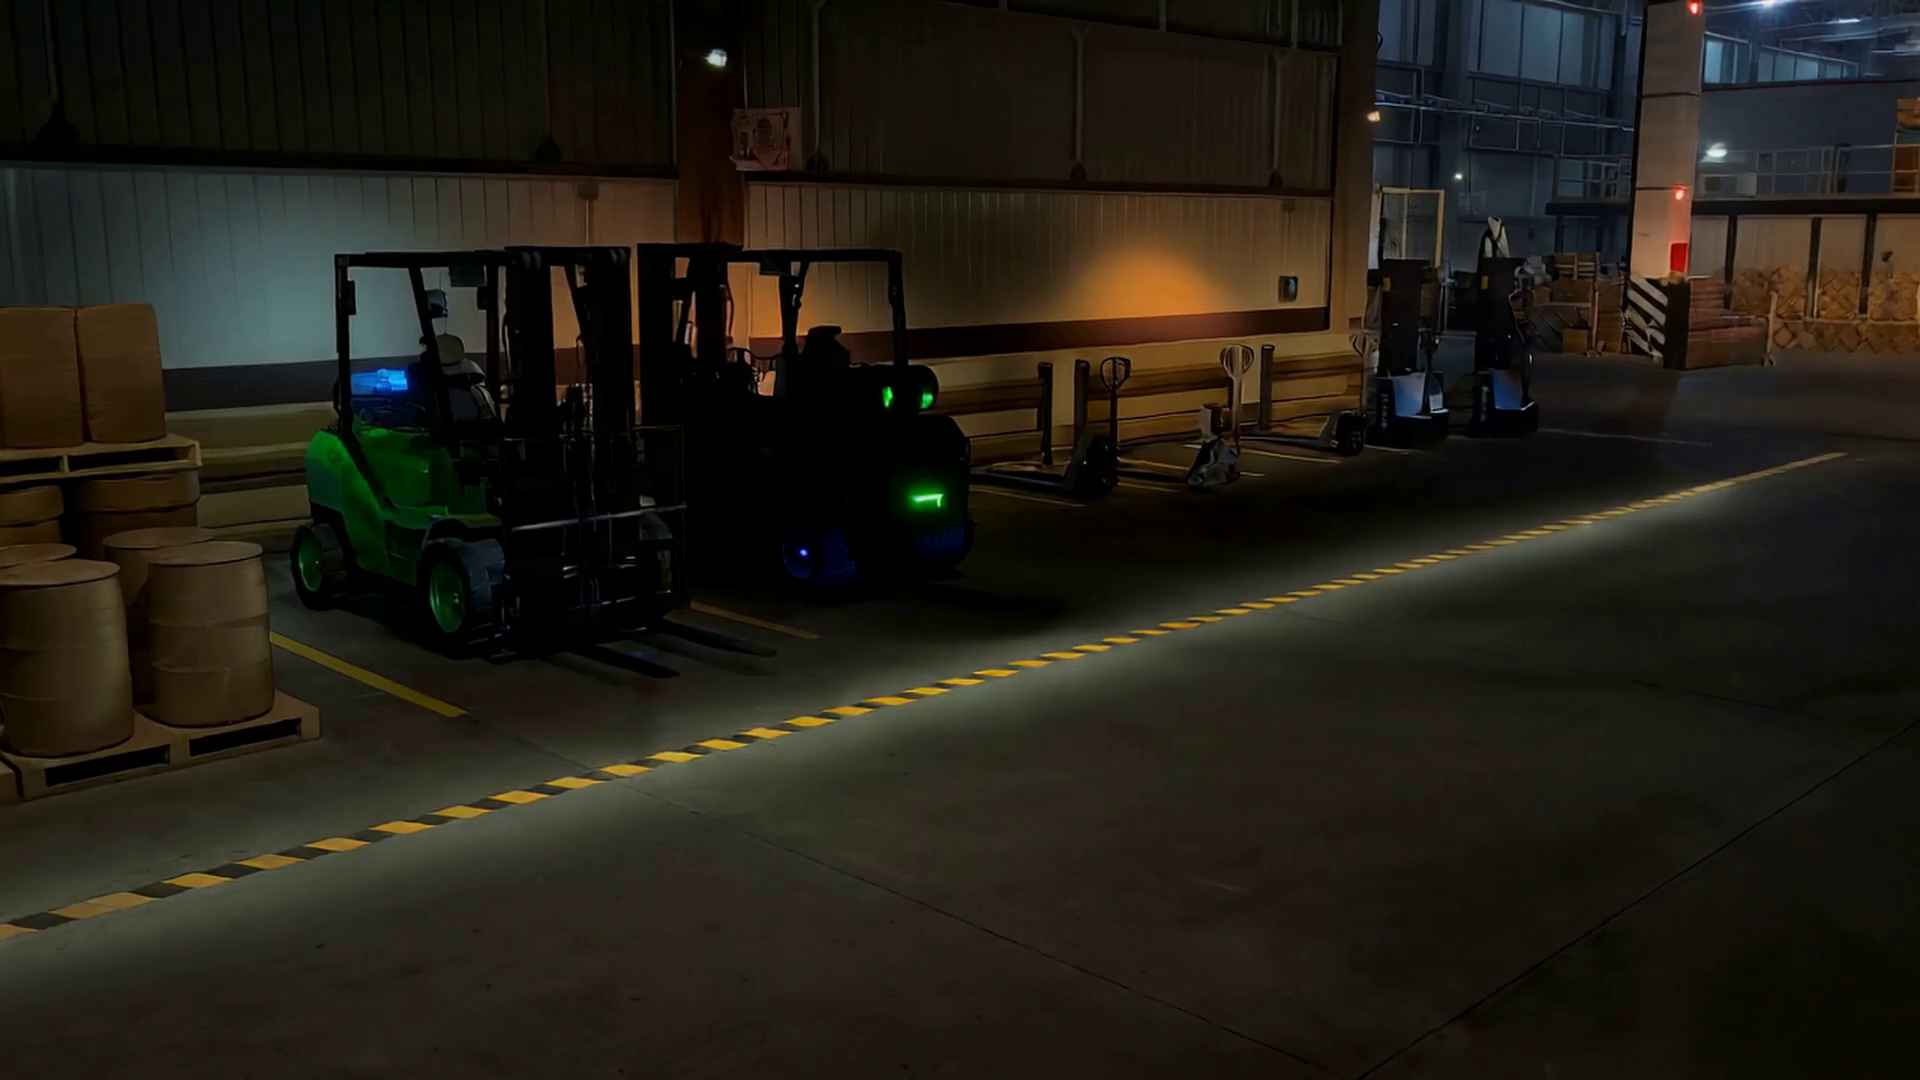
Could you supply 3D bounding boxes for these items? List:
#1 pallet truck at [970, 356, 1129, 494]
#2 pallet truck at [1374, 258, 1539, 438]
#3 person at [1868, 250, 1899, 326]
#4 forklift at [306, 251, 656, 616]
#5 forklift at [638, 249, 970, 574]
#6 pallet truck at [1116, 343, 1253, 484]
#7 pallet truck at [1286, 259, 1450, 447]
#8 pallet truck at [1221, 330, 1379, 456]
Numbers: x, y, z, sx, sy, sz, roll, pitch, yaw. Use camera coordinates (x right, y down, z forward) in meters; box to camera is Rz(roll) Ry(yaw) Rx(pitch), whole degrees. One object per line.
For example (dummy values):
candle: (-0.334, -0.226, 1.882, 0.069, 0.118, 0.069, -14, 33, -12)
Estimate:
pallet truck: (0.784, -1.085, 14.876, 0.680, 1.201, 1.601, -10, 14, -44)
pallet truck: (5.704, -2.208, 18.901, 1.885, 1.965, 0.823, 10, 14, 43)
person: (22.949, -6.233, 41.204, 0.589, 1.871, 0.627, -9, 14, -41)
forklift: (-2.833, -0.669, 9.694, 1.157, 1.987, 2.680, -10, 14, -44)
forklift: (-1.173, -0.958, 11.239, 2.680, 1.987, 1.157, 10, 14, 43)
pallet truck: (1.962, -1.215, 15.415, 1.522, 1.261, 0.704, 10, 14, 43)
pallet truck: (4.493, -2.078, 18.196, 0.823, 1.965, 1.885, -9, 14, -40)
pallet truck: (3.563, -1.581, 17.381, 0.653, 1.274, 1.630, -10, 14, -44)
